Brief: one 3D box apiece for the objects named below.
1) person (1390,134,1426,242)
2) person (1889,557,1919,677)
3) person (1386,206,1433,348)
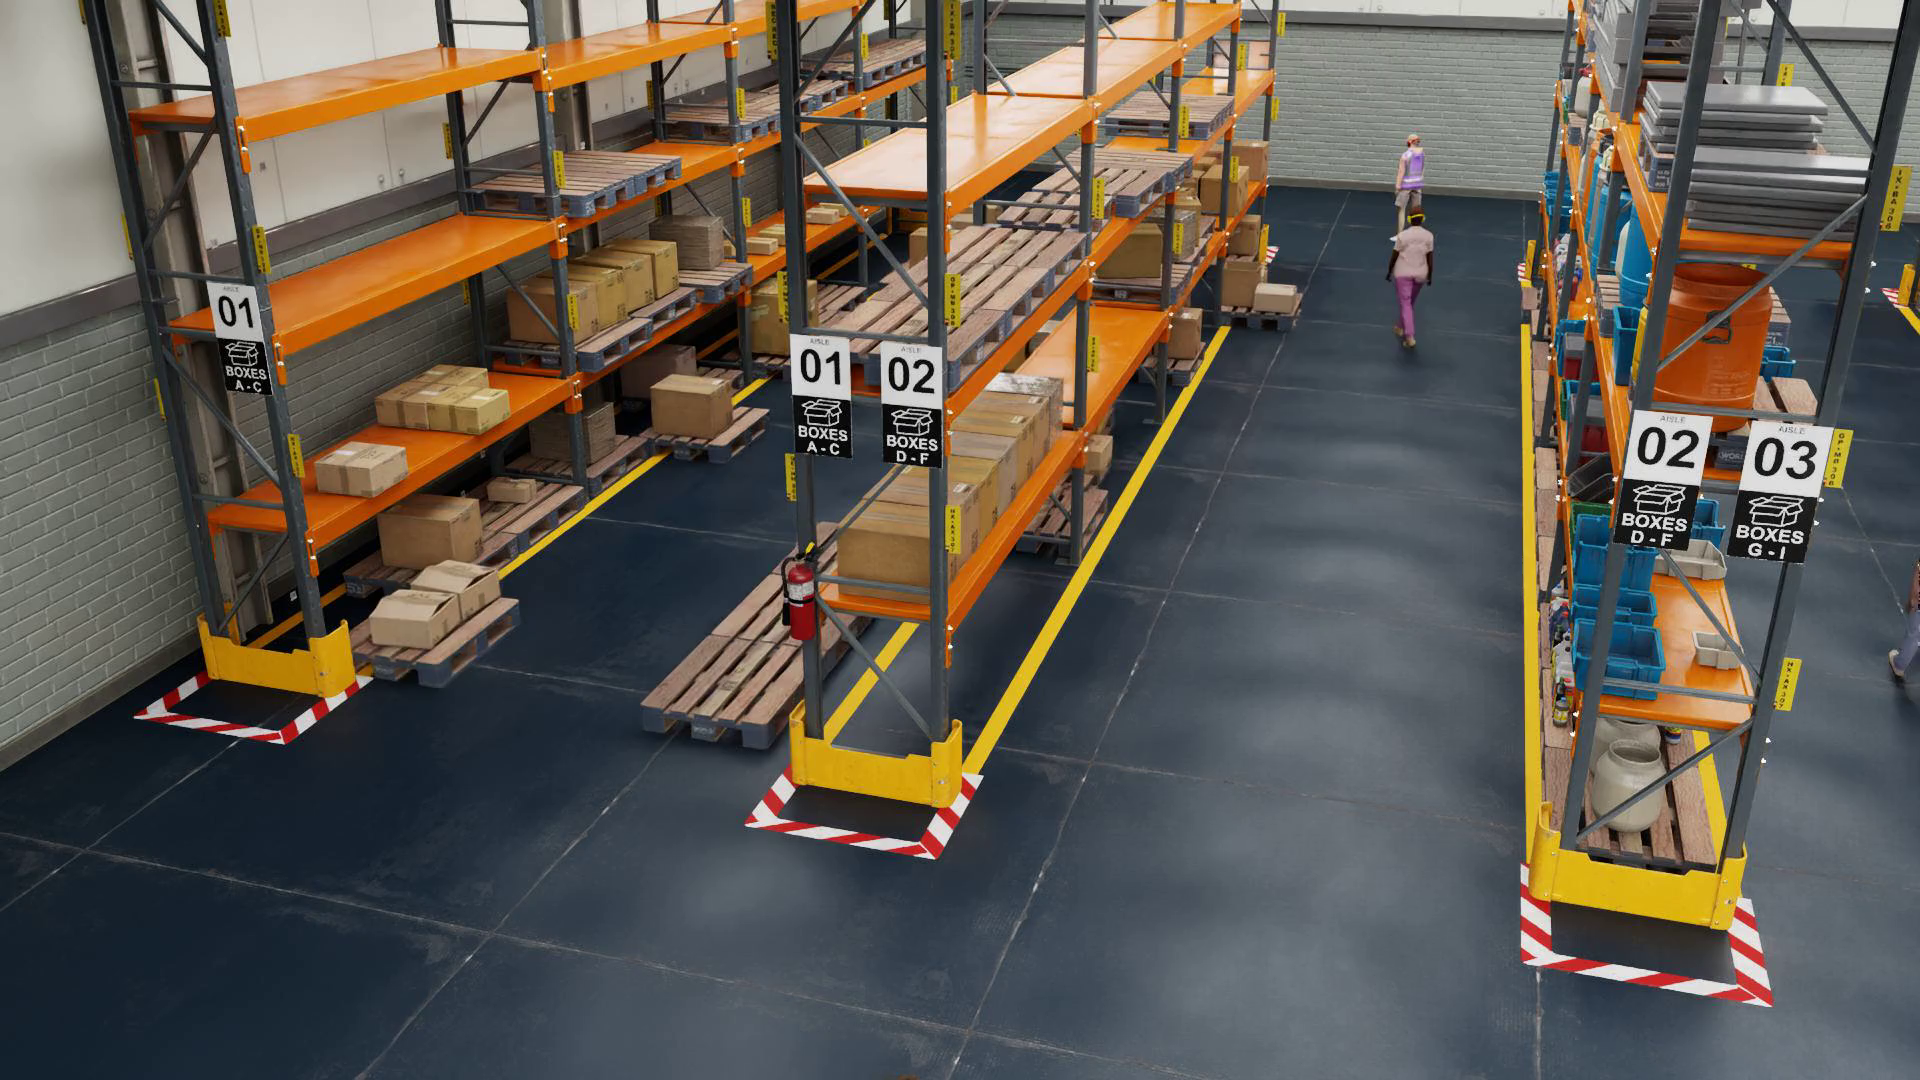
[{"bbox_3d":[7.083,-5.538,26.224,0.492,1.687,0.348,-9,25,-20],"label":"person"},{"bbox_3d":[7.361,0.398,12.421,0.550,1.719,0.897,6,24,14],"label":"person"},{"bbox_3d":[5.707,-3.340,21.049,0.520,1.756,0.945,-2,23,-5],"label":"person"}]
